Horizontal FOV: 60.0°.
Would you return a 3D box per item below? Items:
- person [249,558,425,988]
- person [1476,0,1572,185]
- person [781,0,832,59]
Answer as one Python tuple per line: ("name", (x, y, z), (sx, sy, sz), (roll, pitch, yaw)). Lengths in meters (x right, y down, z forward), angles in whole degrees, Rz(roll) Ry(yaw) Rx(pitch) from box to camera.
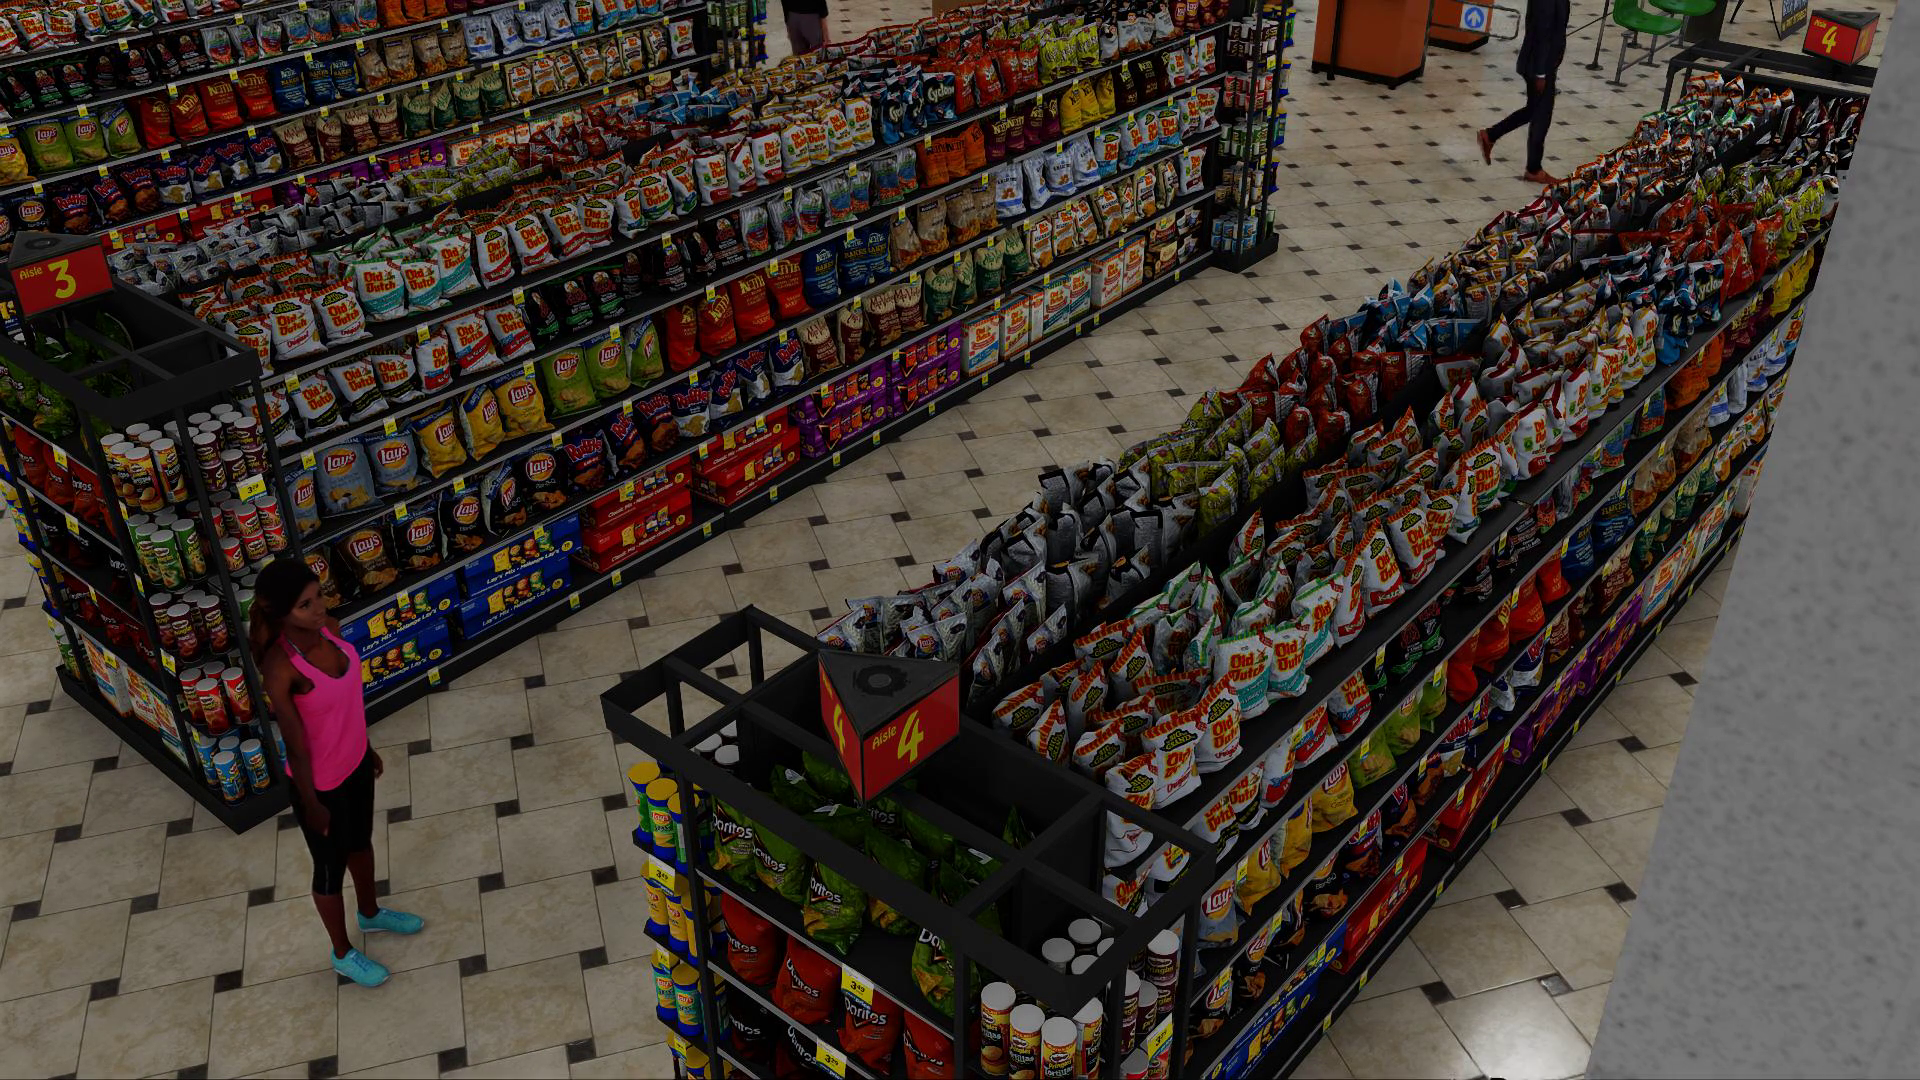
("person", (-2.207, 0.800, 5.826), (0.698, 1.723, 0.601), (9, 33, 14))
("person", (4.445, -3.686, 12.959), (0.919, 1.803, 0.985), (13, 34, 20))
("person", (-1.341, -4.244, 13.999), (0.703, 1.652, 0.716), (15, 35, 23))
